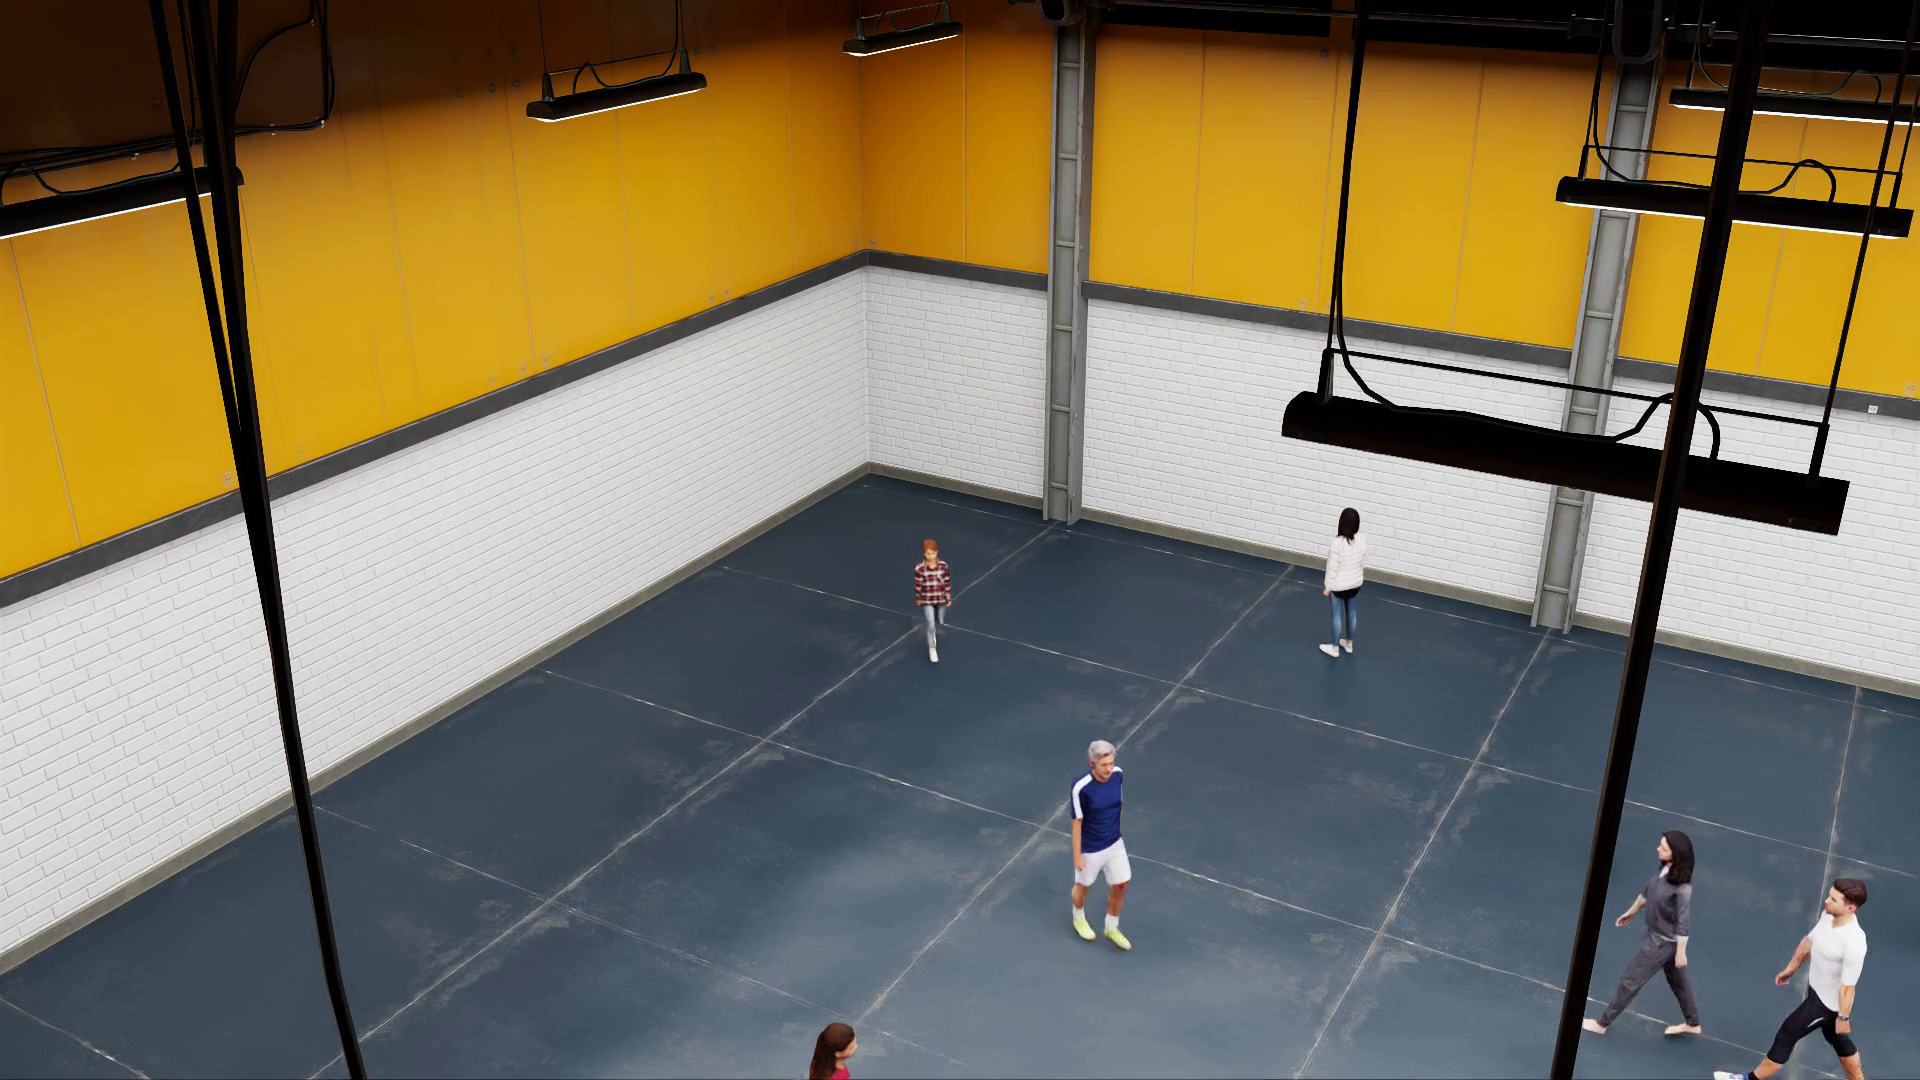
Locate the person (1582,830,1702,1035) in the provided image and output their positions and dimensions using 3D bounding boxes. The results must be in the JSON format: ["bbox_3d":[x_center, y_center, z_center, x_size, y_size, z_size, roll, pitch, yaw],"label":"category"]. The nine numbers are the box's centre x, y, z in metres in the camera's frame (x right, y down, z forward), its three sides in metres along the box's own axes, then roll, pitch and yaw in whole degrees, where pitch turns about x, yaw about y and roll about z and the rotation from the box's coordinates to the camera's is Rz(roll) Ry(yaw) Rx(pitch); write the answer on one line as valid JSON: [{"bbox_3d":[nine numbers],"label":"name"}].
[{"bbox_3d":[5.054,2.824,11.715,1.219,1.719,0.876,4,24,10],"label":"person"}]

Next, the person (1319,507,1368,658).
[{"bbox_3d":[4.001,0.431,17.289,0.705,1.638,0.735,-10,26,-23],"label":"person"}]

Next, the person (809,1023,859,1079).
[{"bbox_3d":[-0.870,3.587,10.202,0.836,1.532,0.772,-6,24,-14],"label":"person"}]

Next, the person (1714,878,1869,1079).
[{"bbox_3d":[5.874,3.051,11.102,1.313,1.793,0.905,6,24,12],"label":"person"}]

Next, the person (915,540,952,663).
[{"bbox_3d":[-0.286,0.579,17.386,0.855,1.290,0.906,-6,24,-13],"label":"person"}]

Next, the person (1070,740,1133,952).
[{"bbox_3d":[1.007,2.288,12.822,0.848,1.814,0.930,-14,27,-29],"label":"person"}]
